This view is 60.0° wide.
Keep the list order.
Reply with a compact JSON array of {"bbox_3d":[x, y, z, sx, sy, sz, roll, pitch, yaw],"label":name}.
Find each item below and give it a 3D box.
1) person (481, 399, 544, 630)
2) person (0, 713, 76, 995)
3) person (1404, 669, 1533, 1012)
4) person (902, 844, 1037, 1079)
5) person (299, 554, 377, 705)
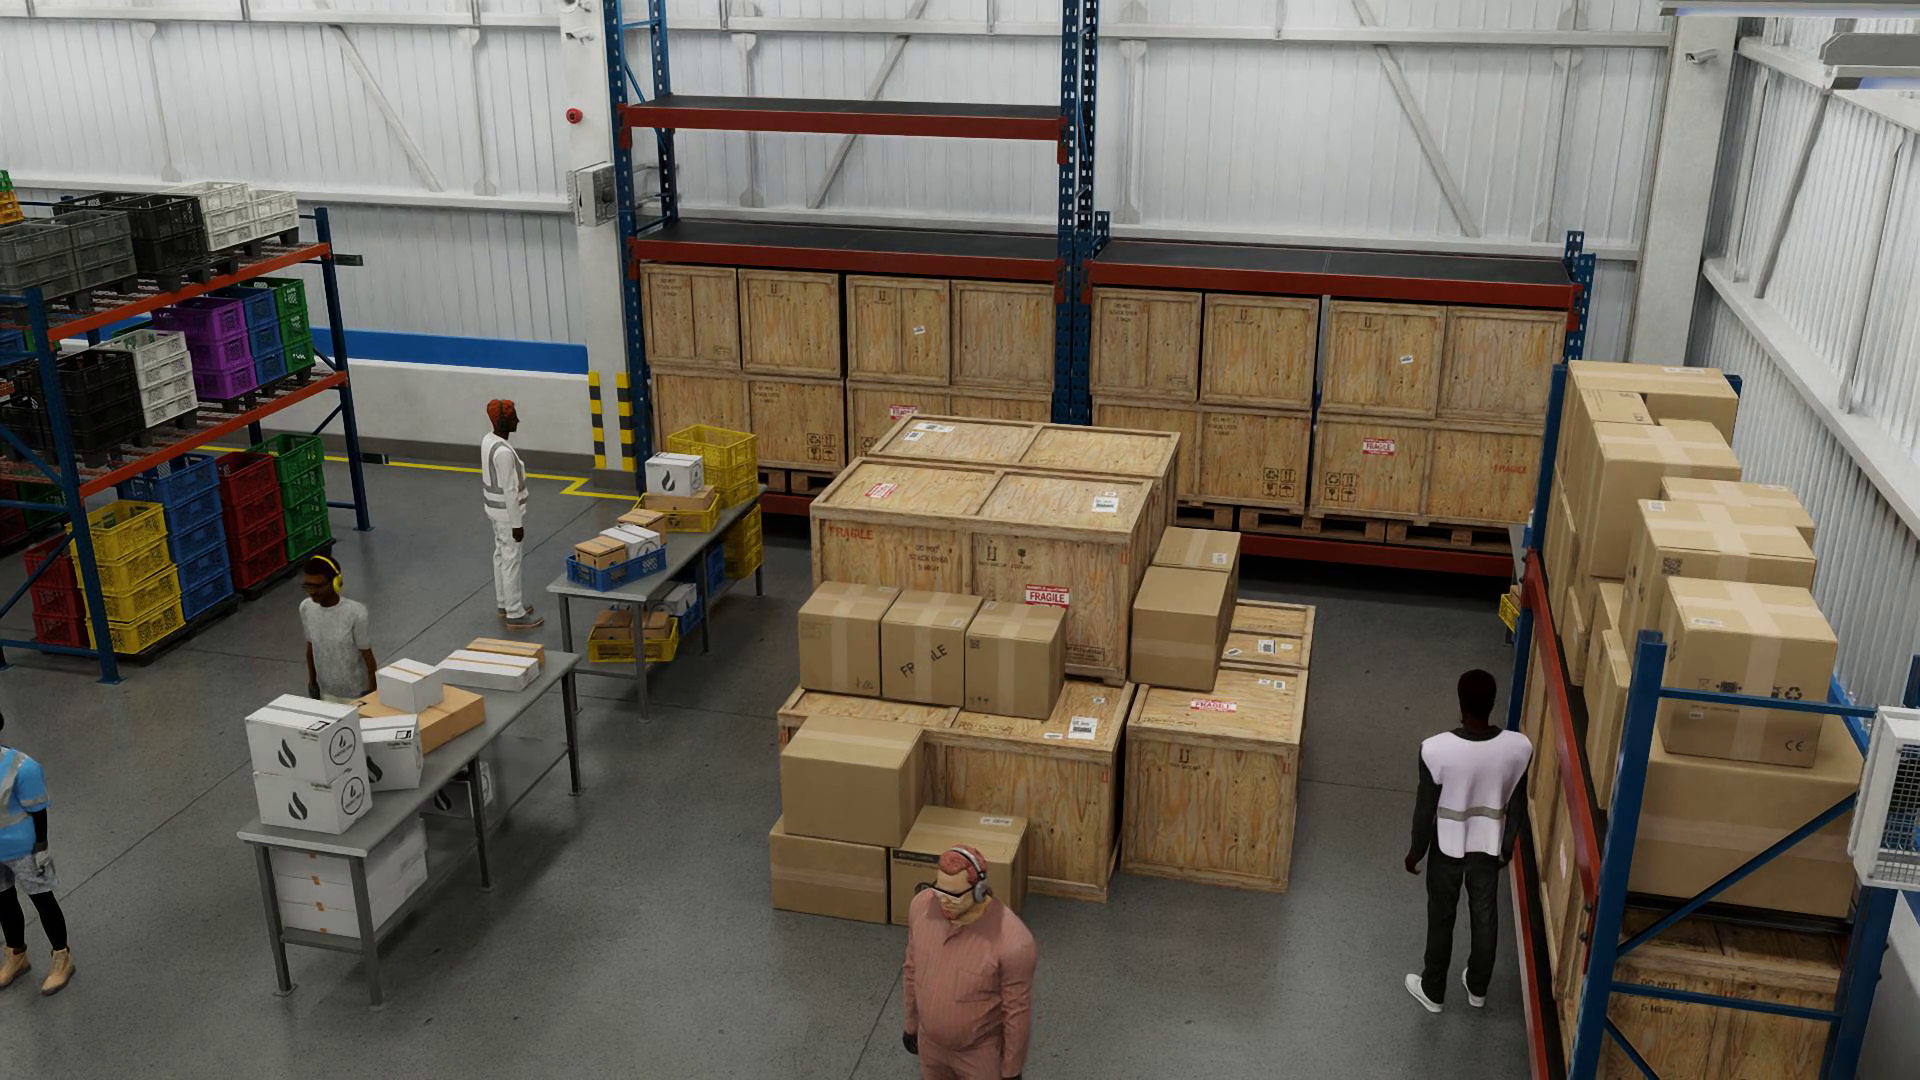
[{"bbox_3d":[-3.625,-0.217,13.331,0.337,1.882,0.585,-11,23,-26],"label":"person"},{"bbox_3d":[-5.038,1.617,8.792,0.535,1.697,0.318,3,21,7],"label":"person"},{"bbox_3d":[2.610,1.575,8.606,0.589,1.913,0.398,-2,21,-5],"label":"person"},{"bbox_3d":[0.001,2.145,7.135,0.639,1.900,0.401,15,26,34],"label":"person"},{"bbox_3d":[-3.820,0.953,10.310,0.513,1.861,0.321,7,22,18],"label":"person"}]
